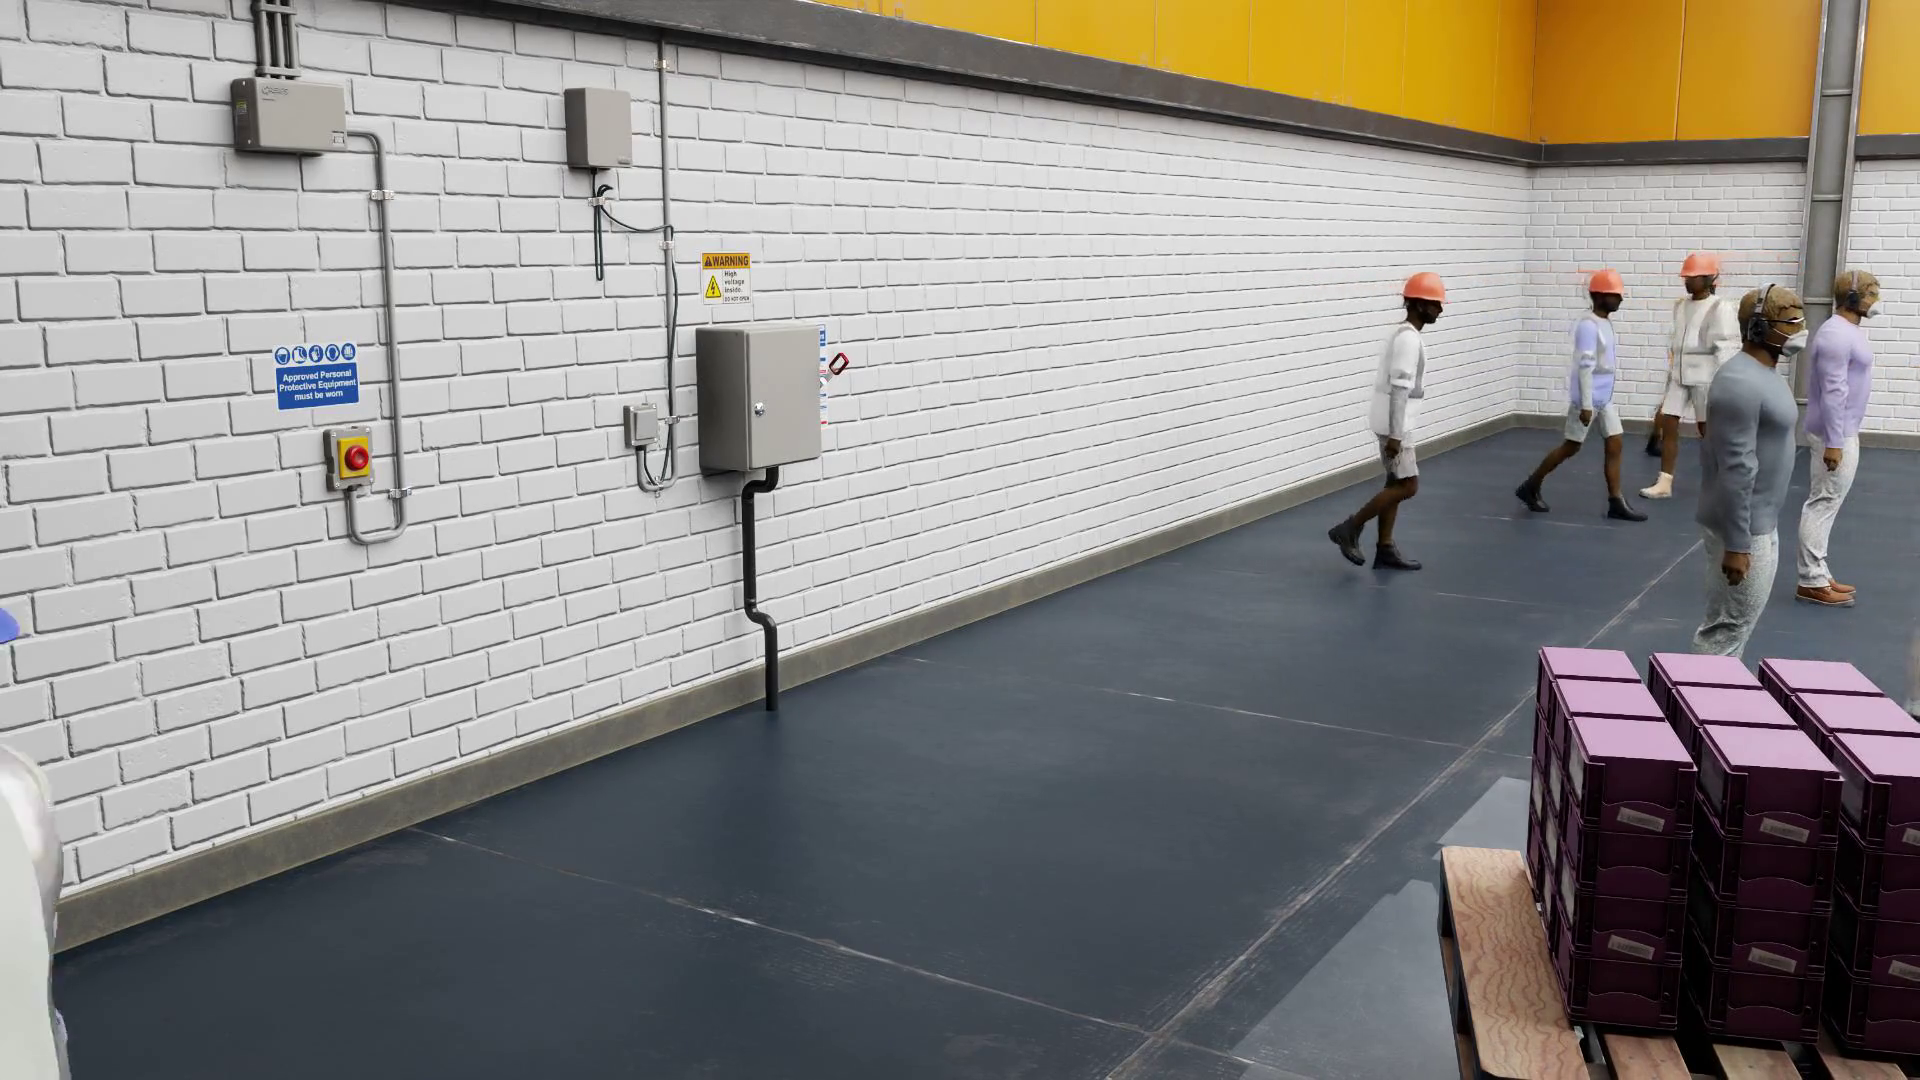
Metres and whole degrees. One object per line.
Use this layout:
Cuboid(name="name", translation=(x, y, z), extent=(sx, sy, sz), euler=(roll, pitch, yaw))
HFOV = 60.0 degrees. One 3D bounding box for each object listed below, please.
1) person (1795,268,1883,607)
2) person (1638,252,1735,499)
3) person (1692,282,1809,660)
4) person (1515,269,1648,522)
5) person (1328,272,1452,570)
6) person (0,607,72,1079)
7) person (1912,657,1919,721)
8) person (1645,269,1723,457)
Cuboid(name="person", translation=(5.084, -0.593, 9.637), extent=(0.357, 1.937, 0.638), euler=(6, 12, 32))
Cuboid(name="person", translation=(6.051, -1.333, 13.557), extent=(0.944, 2.013, 0.621), euler=(-4, 11, -21))
Cuboid(name="person", translation=(3.071, -0.028, 6.504), extent=(0.357, 1.938, 0.638), euler=(6, 12, 32))
Cuboid(name="person", translation=(4.727, -1.103, 12.609), extent=(0.962, 1.901, 0.554), euler=(8, 13, 39))
Cuboid(name="person", translation=(2.735, -0.731, 10.494), extent=(0.629, 1.912, 0.553), euler=(2, 10, 9))
Cuboid(name="person", translation=(-1.178, 0.848, 1.777), extent=(1.010, 1.900, 0.638), euler=(2, 10, 12))
Cuboid(name="person", translation=(4.367, 0.021, 7.085), extent=(0.471, 1.618, 0.541), euler=(4, 11, 22))
Cuboid(name="person", translation=(6.943, -1.674, 15.810), extent=(0.555, 1.878, 1.013), euler=(-4, 11, -19))
